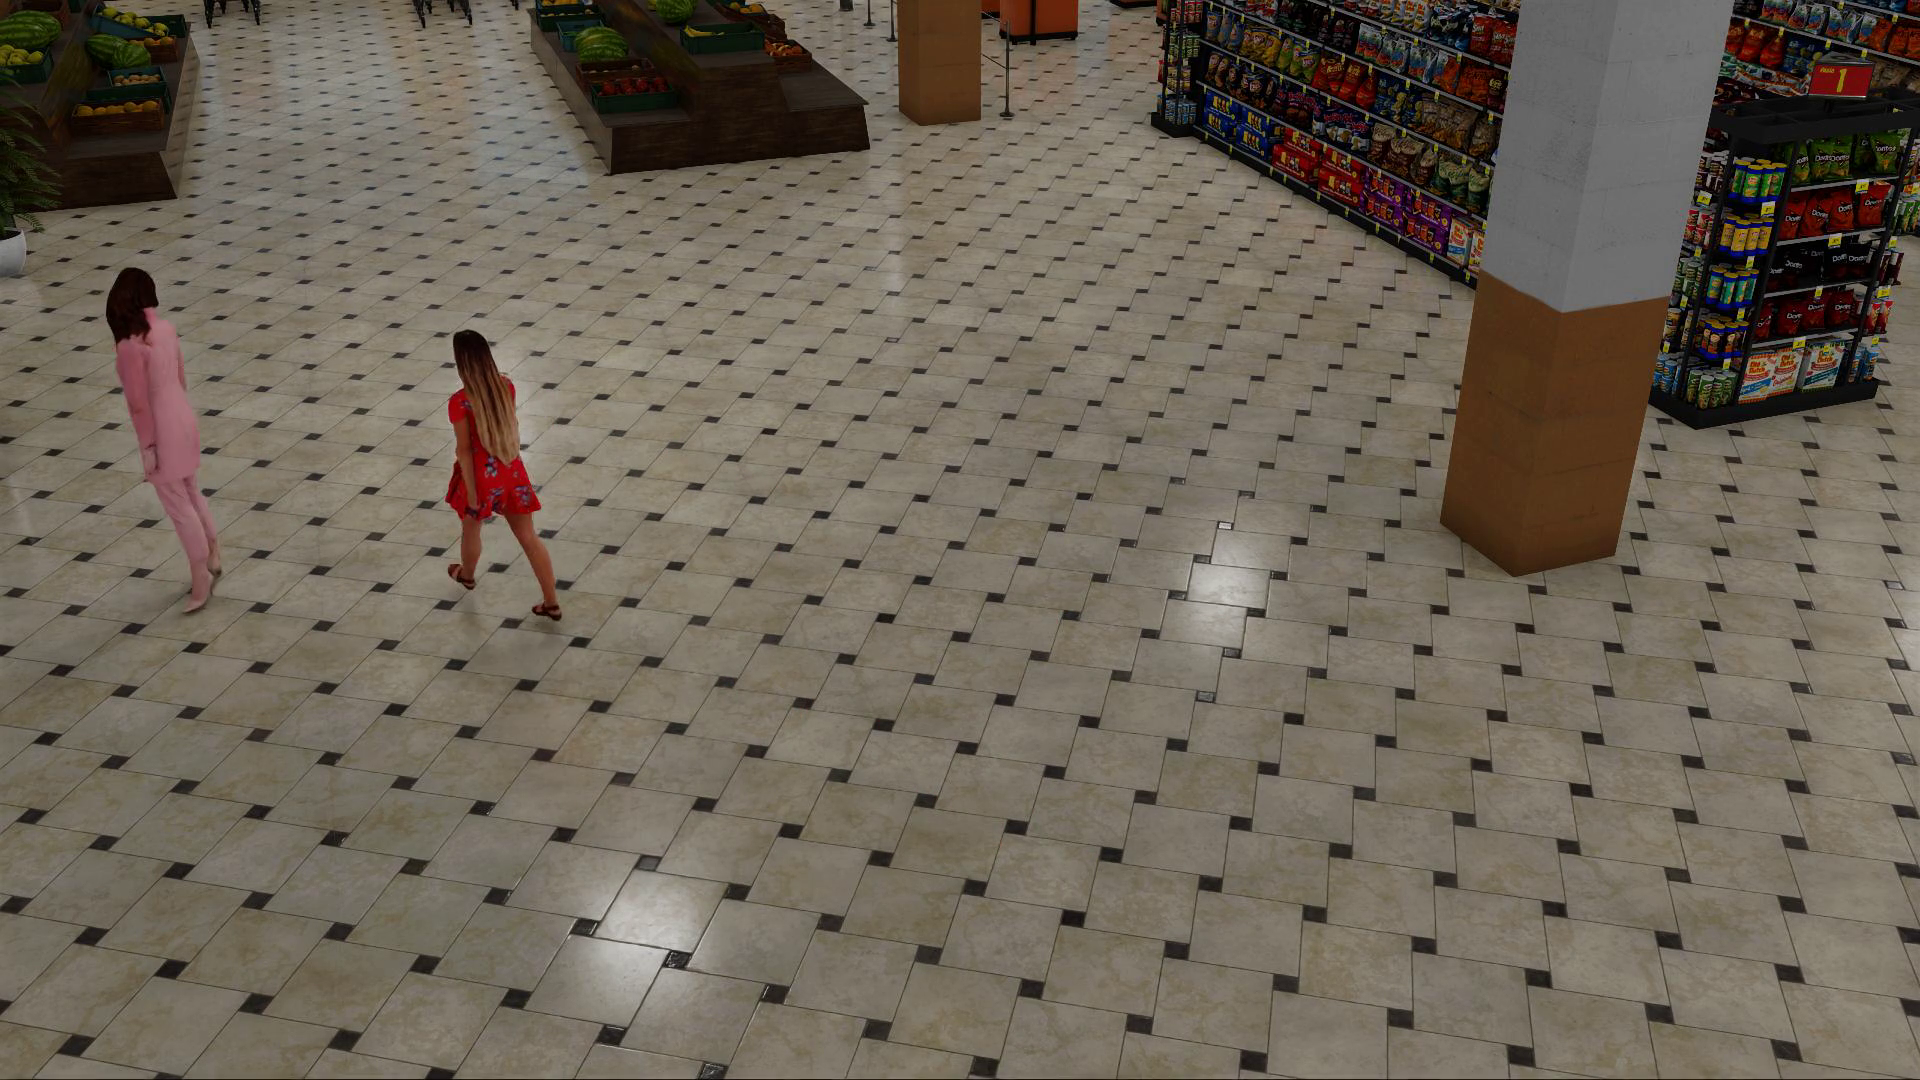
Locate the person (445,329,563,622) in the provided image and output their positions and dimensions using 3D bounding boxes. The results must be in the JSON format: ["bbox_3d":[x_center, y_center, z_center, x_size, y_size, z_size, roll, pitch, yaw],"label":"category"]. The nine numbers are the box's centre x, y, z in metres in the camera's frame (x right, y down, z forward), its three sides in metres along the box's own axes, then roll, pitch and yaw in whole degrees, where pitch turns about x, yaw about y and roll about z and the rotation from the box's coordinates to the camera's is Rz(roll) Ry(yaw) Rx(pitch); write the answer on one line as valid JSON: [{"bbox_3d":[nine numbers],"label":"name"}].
[{"bbox_3d":[-2.324,-0.274,8.487,1.158,1.542,0.944,22,35,34],"label":"person"}]

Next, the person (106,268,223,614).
[{"bbox_3d":[-4.111,-0.500,8.648,0.877,1.784,0.682,-4,29,-8],"label":"person"}]
